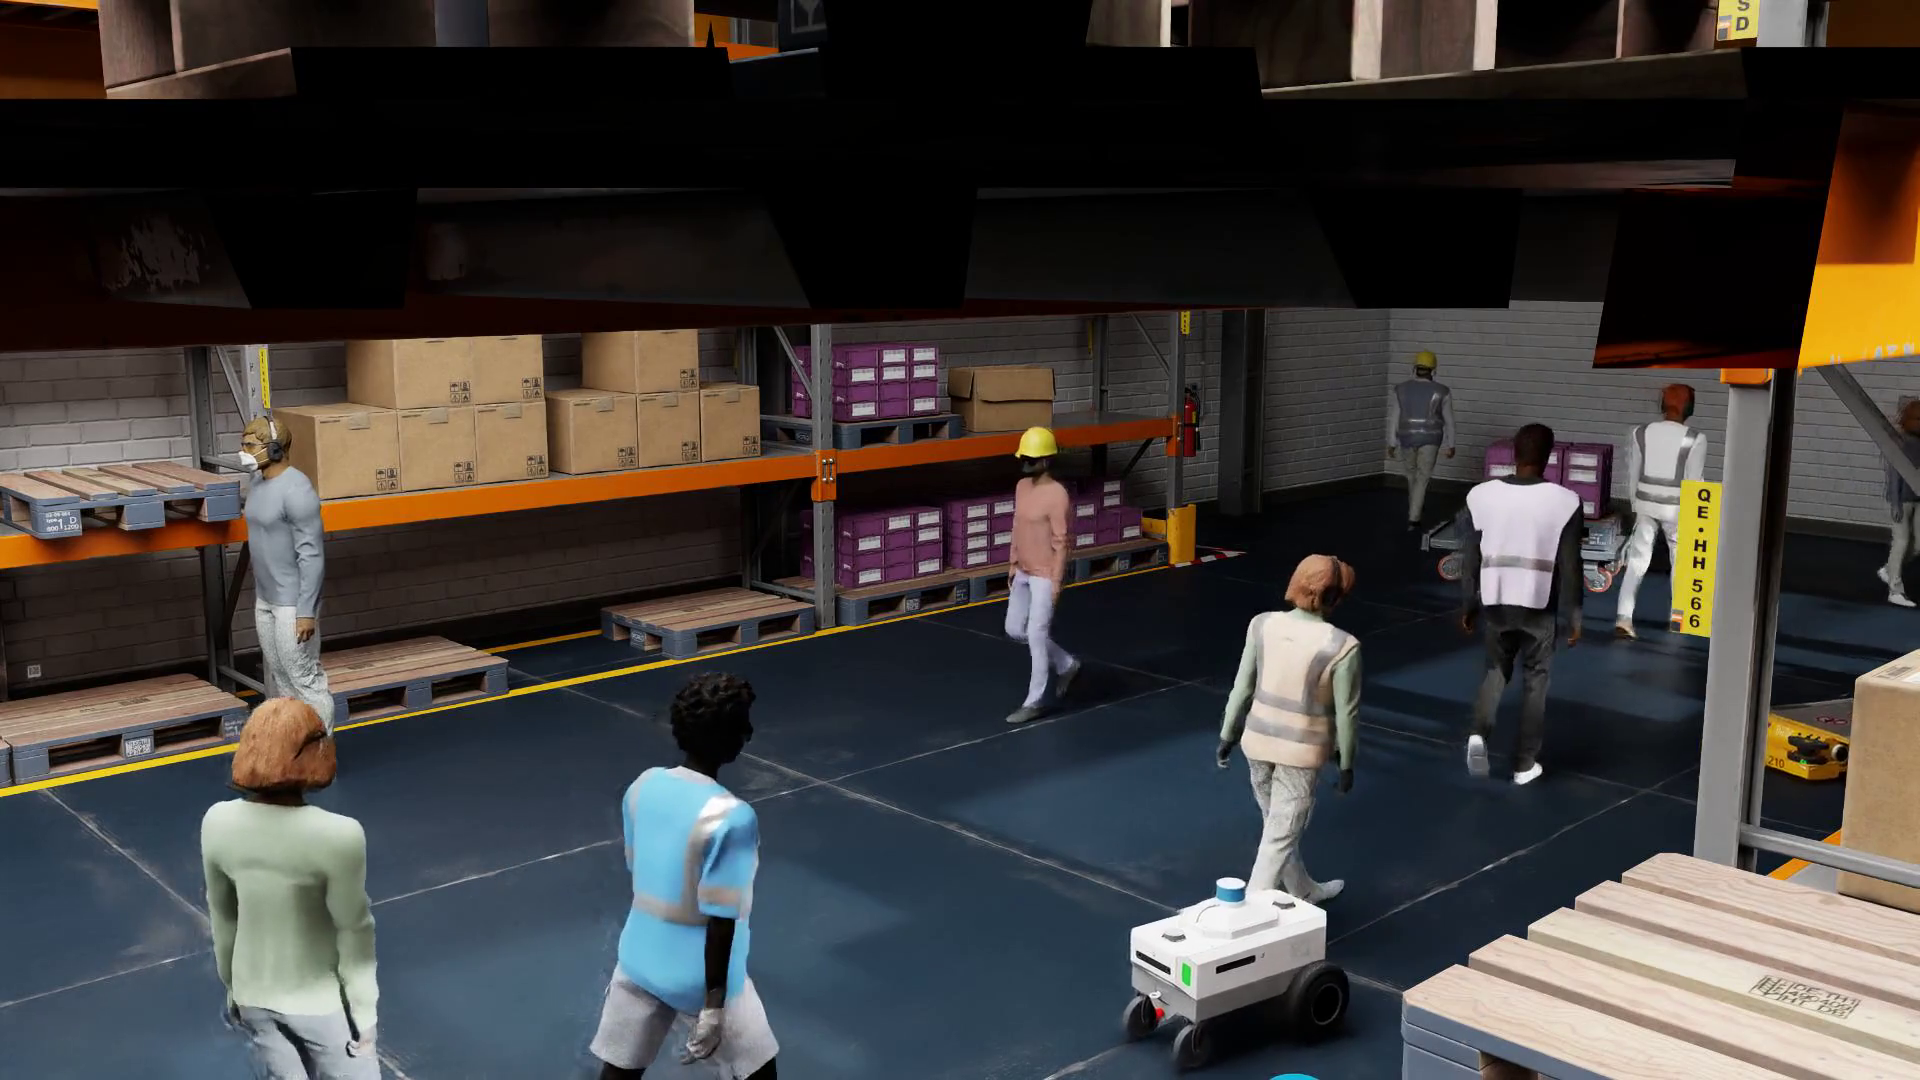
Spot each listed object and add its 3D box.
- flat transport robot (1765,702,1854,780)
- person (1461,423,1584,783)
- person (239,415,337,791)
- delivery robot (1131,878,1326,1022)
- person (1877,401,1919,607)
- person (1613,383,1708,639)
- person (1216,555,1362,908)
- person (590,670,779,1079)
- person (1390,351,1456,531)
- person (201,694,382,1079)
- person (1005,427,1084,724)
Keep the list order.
[{"bbox_3d":[4.933,1.060,9.104,1.431,0.197,0.652,-4,10,-19],"label":"flat transport robot"},{"bbox_3d":[2.863,0.348,8.542,0.608,1.892,0.574,7,12,35],"label":"person"},{"bbox_3d":[-3.460,0.323,8.548,0.362,1.938,0.631,-9,13,-42],"label":"person"},{"bbox_3d":[0.943,1.430,5.835,0.707,0.478,0.477,-6,12,-33],"label":"delivery robot"},{"bbox_3d":[7.442,-0.290,13.078,0.505,1.618,0.394,-3,10,-19],"label":"person"},{"bbox_3d":[5.026,-0.204,11.932,0.949,1.853,0.586,-9,13,-43],"label":"person"},{"bbox_3d":[1.308,0.837,6.545,0.582,1.587,0.824,9,14,44],"label":"person"},{"bbox_3d":[-0.732,1.160,4.557,0.539,1.623,0.989,9,13,41],"label":"person"},{"bbox_3d":[4.695,-1.013,16.819,0.622,1.778,0.934,6,11,30],"label":"person"},{"bbox_3d":[-1.743,1.204,4.317,0.503,1.621,0.516,3,10,15],"label":"person"},{"bbox_3d":[0.496,0.197,9.801,0.531,1.751,0.546,-5,11,-28],"label":"person"}]
